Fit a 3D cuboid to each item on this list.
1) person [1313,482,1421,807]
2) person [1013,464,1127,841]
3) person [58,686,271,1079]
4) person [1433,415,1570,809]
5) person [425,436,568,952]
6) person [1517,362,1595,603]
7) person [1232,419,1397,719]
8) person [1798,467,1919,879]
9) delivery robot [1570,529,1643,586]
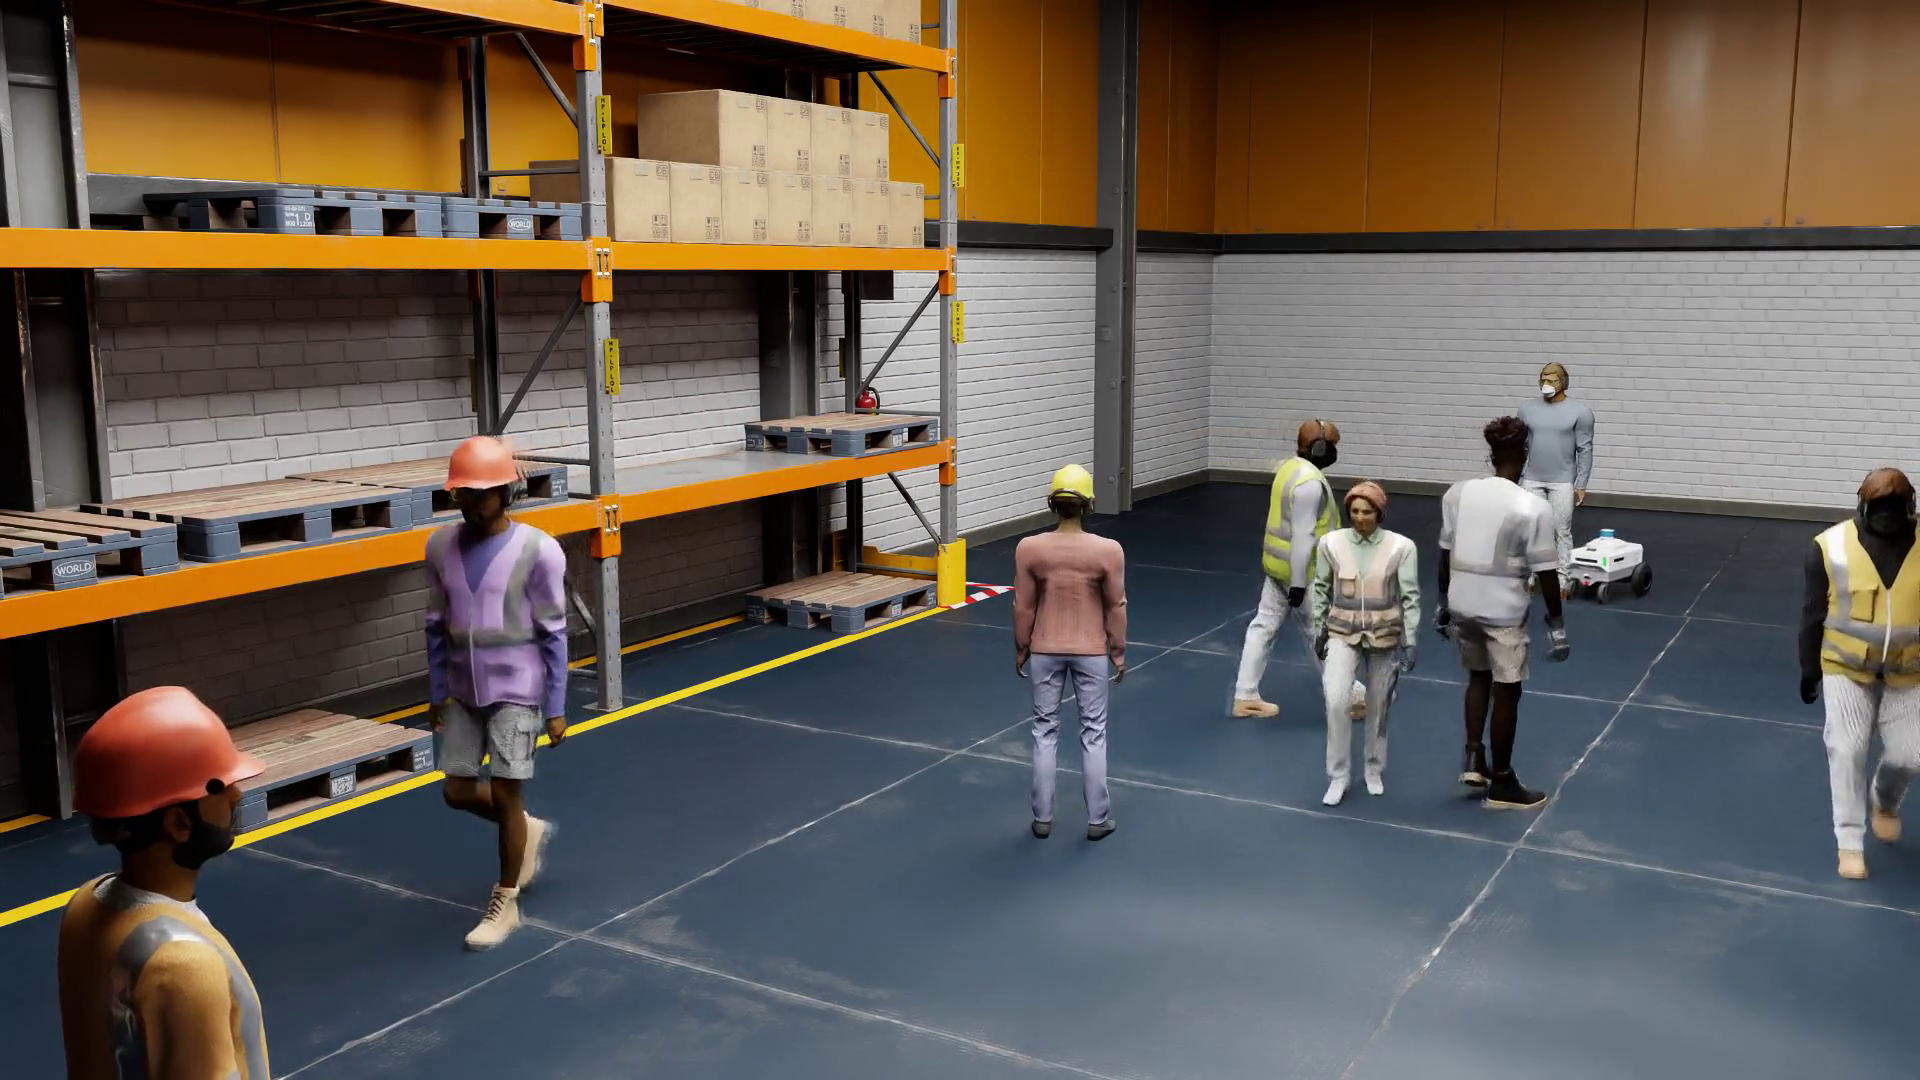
[{"bbox_3d":[2.015,0.517,8.282,0.539,1.610,0.646,3,10,19],"label":"person"},{"bbox_3d":[0.516,0.527,7.797,0.533,1.765,0.330,2,9,11],"label":"person"},{"bbox_3d":[-1.360,1.213,2.960,0.545,1.942,0.354,9,13,43],"label":"person"},{"bbox_3d":[2.679,0.359,8.262,0.402,1.943,0.722,-6,11,-32],"label":"person"},{"bbox_3d":[-1.821,0.580,6.638,0.629,2.025,0.596,3,10,18],"label":"person"},{"bbox_3d":[4.757,-0.462,13.424,0.638,1.938,0.357,8,12,40],"label":"person"},{"bbox_3d":[2.088,0.187,9.815,0.987,1.786,0.656,-1,9,-3],"label":"person"},{"bbox_3d":[4.040,0.570,7.349,0.637,1.823,0.521,4,10,23],"label":"person"},{"bbox_3d":[5.278,0.154,13.590,0.707,0.478,0.477,-9,13,-43],"label":"delivery robot"}]
